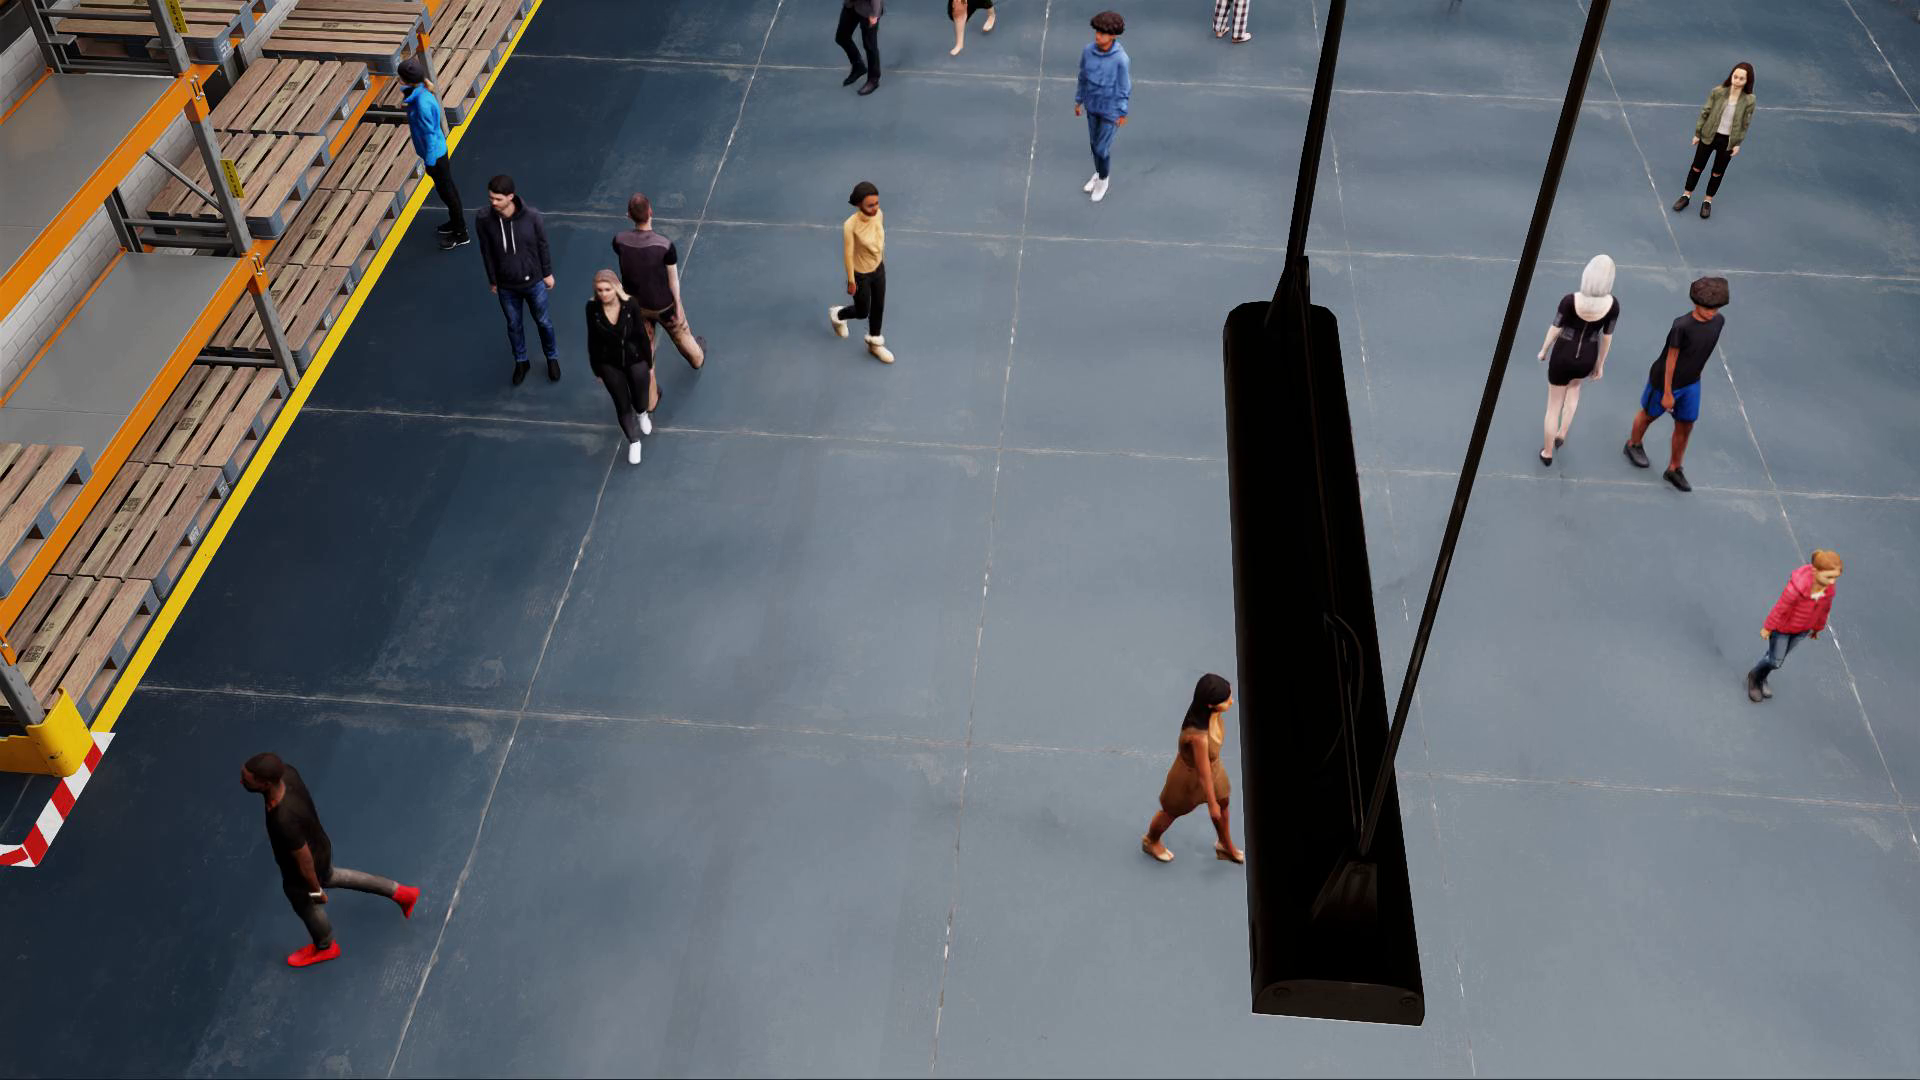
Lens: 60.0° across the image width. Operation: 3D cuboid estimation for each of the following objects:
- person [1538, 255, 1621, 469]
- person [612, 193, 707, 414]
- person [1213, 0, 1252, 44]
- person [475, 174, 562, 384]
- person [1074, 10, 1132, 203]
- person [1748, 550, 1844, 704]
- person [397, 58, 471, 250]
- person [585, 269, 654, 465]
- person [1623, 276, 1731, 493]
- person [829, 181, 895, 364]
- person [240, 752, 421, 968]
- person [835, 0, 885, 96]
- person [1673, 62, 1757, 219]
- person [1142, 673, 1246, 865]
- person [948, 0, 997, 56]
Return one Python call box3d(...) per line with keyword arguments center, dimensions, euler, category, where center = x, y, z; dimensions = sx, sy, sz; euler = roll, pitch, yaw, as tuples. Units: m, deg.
box3d(center=(4.558, -1.262, 12.346), dimensions=(0.579, 1.816, 0.620), euler=(3, 44, 3), category="person")
box3d(center=(-2.435, -1.779, 12.903), dimensions=(0.727, 1.796, 1.107), euler=(8, 44, 8), category="person")
box3d(center=(2.931, -6.140, 17.443), dimensions=(0.703, 1.847, 0.726), euler=(31, 52, 28), category="person")
box3d(center=(-3.477, -2.092, 13.163), dimensions=(0.714, 1.890, 0.643), euler=(-5, 44, -5), category="person")
box3d(center=(1.368, -4.014, 15.249), dimensions=(0.801, 1.796, 0.838), euler=(32, 52, 29), category="person")
box3d(center=(5.389, 0.513, 10.853), dimensions=(0.575, 1.306, 0.576), euler=(-6, 44, -6), category="person")
box3d(center=(-4.608, -3.404, 14.602), dimensions=(0.739, 1.806, 0.576), euler=(-10, 45, -11), category="person")
box3d(center=(-2.537, -1.369, 12.563), dimensions=(0.703, 1.671, 0.798), euler=(-5, 44, -5), category="person")
box3d(center=(5.272, -1.261, 12.380), dimensions=(0.744, 1.768, 0.966), euler=(-9, 44, -9), category="person")
box3d(center=(-0.816, -2.201, 13.457), dimensions=(0.936, 1.643, 0.916), euler=(33, 52, 30), category="person")
box3d(center=(-3.532, 1.734, 9.222), dimensions=(0.934, 1.787, 1.074), euler=(-11, 45, -11), category="person")
box3d(center=(-0.927, -5.387, 16.668), dimensions=(0.838, 1.826, 0.861), euler=(31, 52, 28), category="person")
box3d(center=(6.888, -3.645, 15.094), dimensions=(0.650, 1.475, 0.641), euler=(21, 48, 21), category="person")
box3d(center=(1.280, 1.365, 9.702), dimensions=(0.793, 1.659, 0.893), euler=(16, 46, 16), category="person")
box3d(center=(0.160, -5.965, 17.445), dimensions=(0.857, 1.592, 1.131), euler=(20, 47, 20), category="person")
